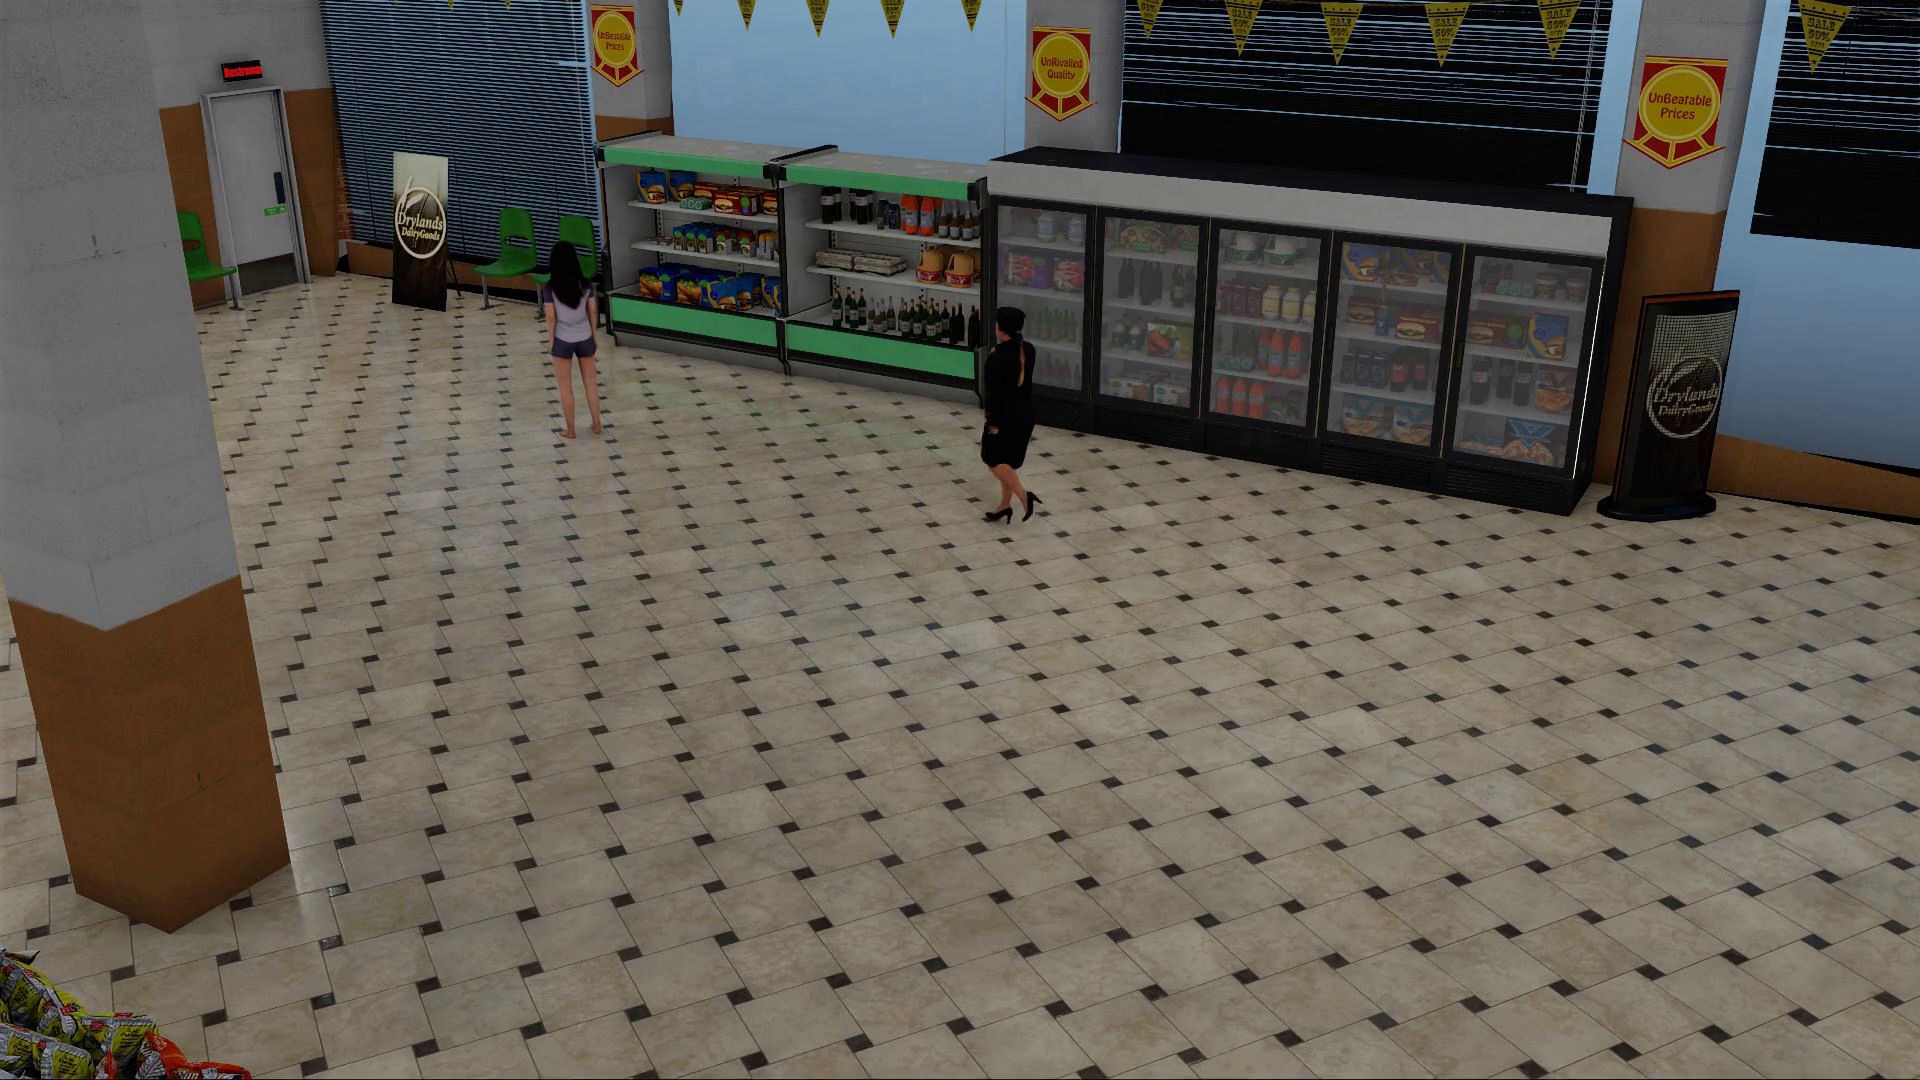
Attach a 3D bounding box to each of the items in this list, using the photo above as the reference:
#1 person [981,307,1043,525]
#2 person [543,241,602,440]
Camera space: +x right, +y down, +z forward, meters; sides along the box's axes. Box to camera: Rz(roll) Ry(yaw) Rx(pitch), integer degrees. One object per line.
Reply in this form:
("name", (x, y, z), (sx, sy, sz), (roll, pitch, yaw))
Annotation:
("person", (0.404, -0.870, 12.248), (0.864, 1.661, 0.786), (18, 28, 38))
("person", (-3.343, -1.725, 14.317), (0.671, 1.705, 0.671), (-13, 25, -29))
